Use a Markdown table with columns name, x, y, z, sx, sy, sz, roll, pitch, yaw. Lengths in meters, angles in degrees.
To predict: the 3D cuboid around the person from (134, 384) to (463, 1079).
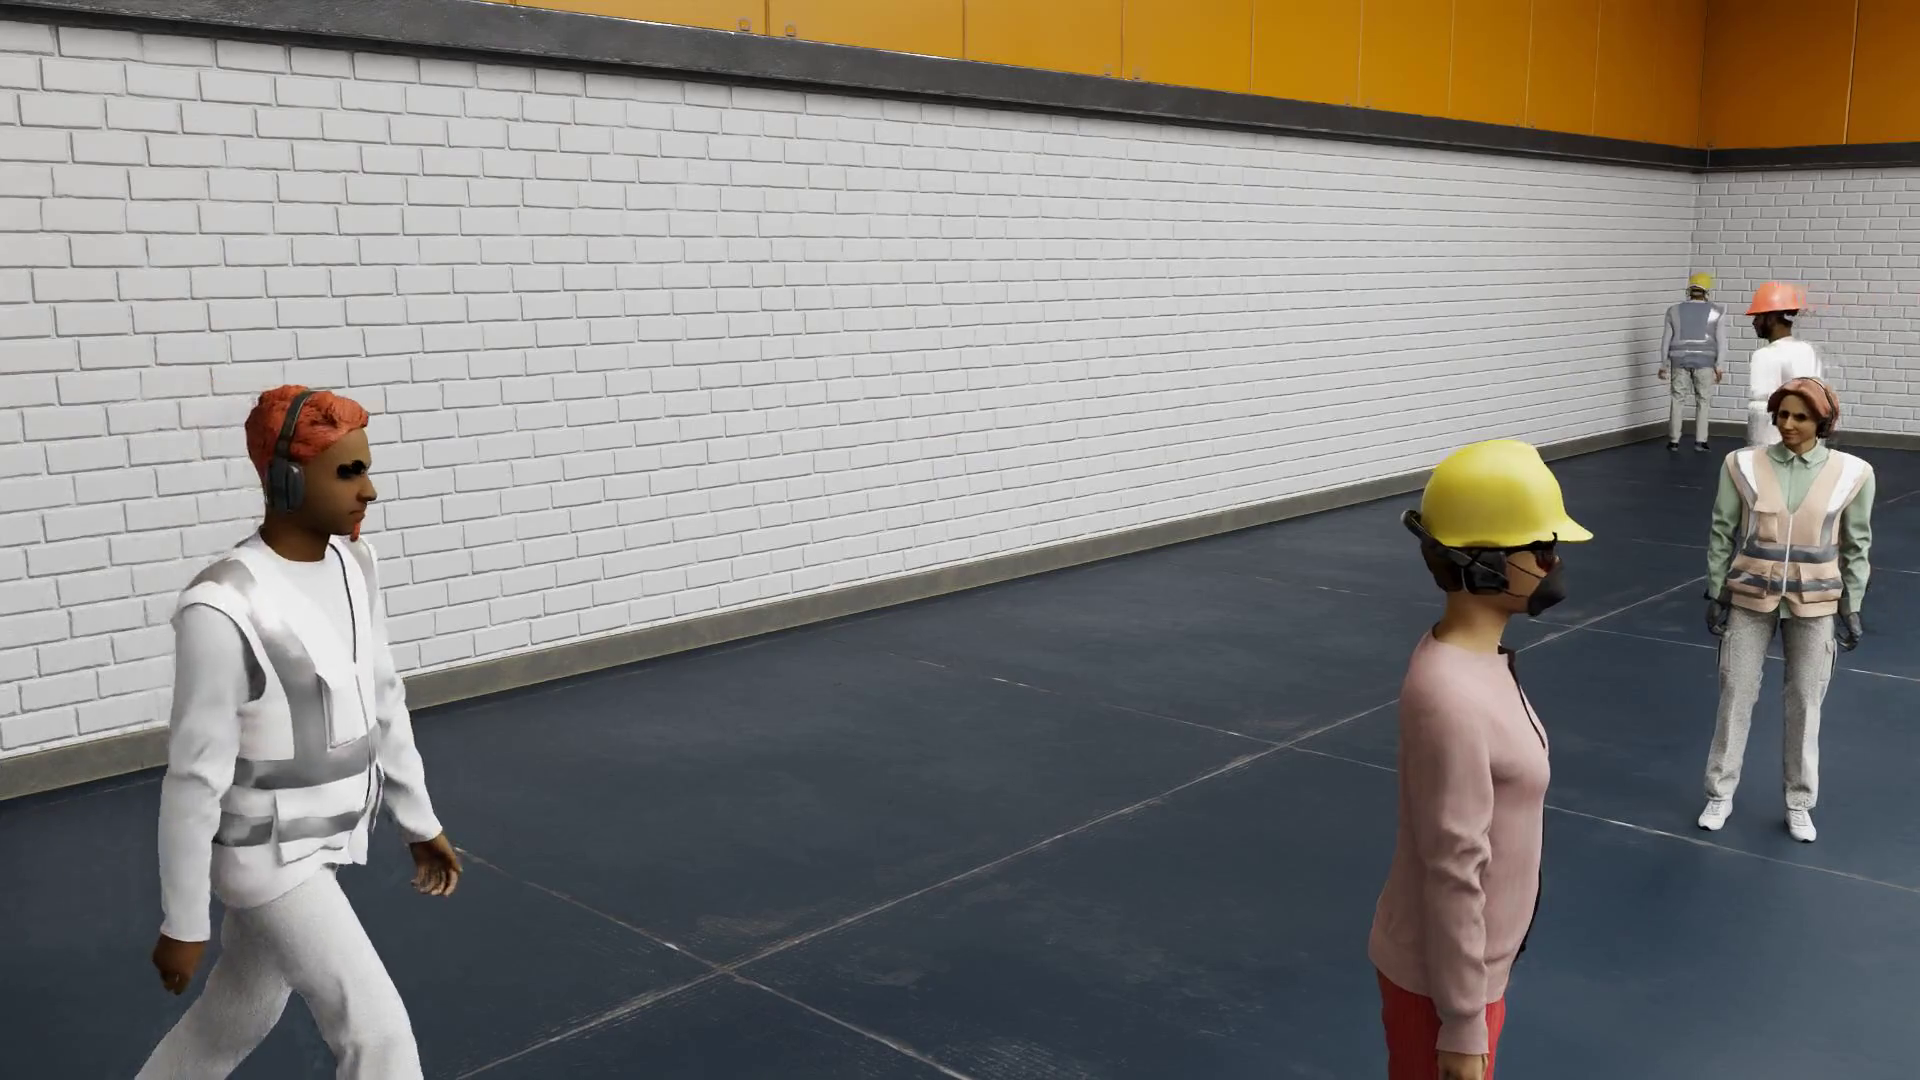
| name | x | y | z | sx | sy | sz | roll | pitch | yaw |
| --- | --- | --- | --- | --- | --- | --- | --- | --- | --- |
| person | -1.377 | 0.612 | 3.253 | 1.033 | 1.827 | 0.554 | 0 | 10 | 0 |

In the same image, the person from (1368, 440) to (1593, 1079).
| name | x | y | z | sx | sy | sz | roll | pitch | yaw |
| --- | --- | --- | --- | --- | --- | --- | --- | --- | --- |
| person | 0.852 | 0.717 | 2.791 | 0.319 | 1.773 | 0.534 | 3 | 10 | 17 |

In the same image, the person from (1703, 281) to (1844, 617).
| name | x | y | z | sx | sy | sz | roll | pitch | yaw |
| --- | --- | --- | --- | --- | --- | --- | --- | --- | --- |
| person | 4.680 | -0.496 | 9.337 | 0.551 | 1.902 | 0.870 | -8 | 12 | -37 |

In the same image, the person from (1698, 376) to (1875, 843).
| name | x | y | z | sx | sy | sz | roll | pitch | yaw |
| --- | --- | --- | --- | --- | --- | --- | --- | --- | --- |
| person | 2.895 | 0.242 | 5.852 | 0.513 | 1.637 | 0.313 | 5 | 11 | 26 |

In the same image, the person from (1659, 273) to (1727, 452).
| name | x | y | z | sx | sy | sz | roll | pitch | yaw |
| --- | --- | --- | --- | --- | --- | --- | --- | --- | --- |
| person | 7.477 | -1.802 | 16.990 | 0.641 | 1.822 | 0.404 | 6 | 11 | 29 |
